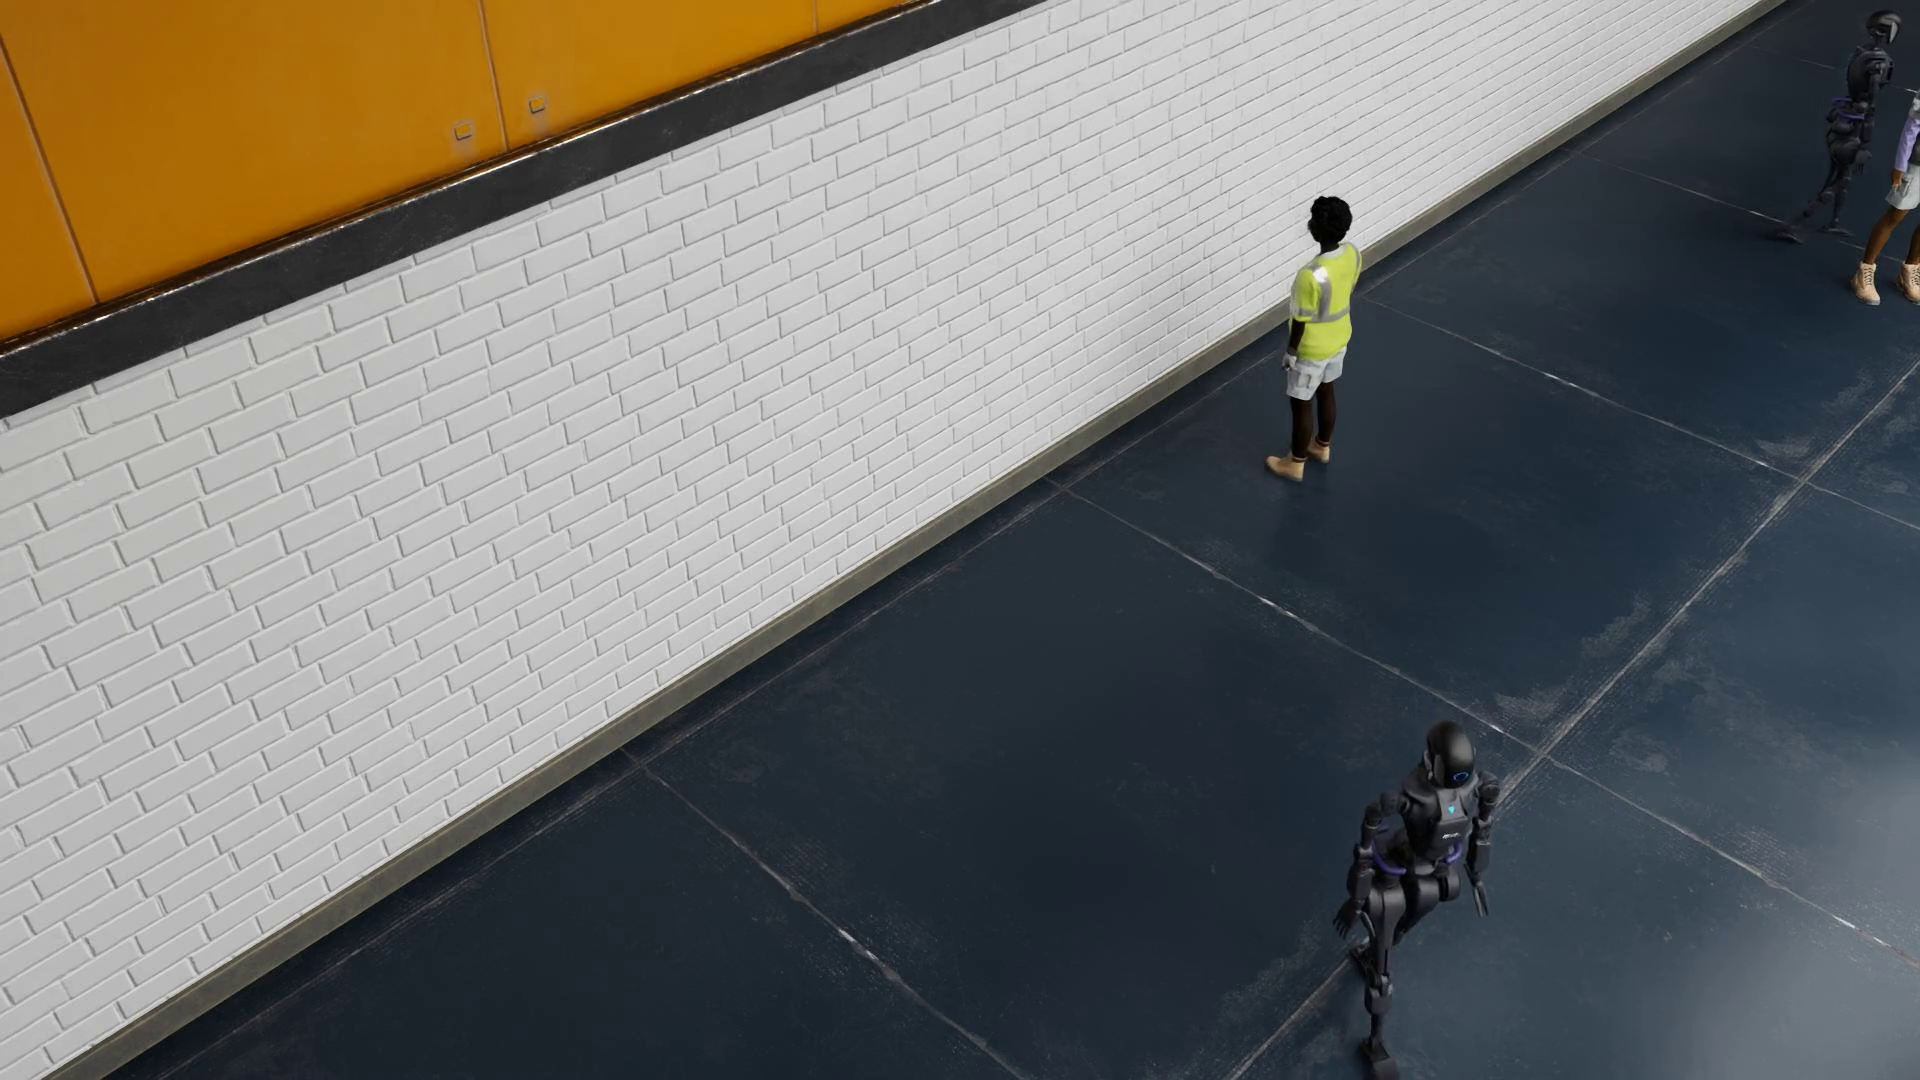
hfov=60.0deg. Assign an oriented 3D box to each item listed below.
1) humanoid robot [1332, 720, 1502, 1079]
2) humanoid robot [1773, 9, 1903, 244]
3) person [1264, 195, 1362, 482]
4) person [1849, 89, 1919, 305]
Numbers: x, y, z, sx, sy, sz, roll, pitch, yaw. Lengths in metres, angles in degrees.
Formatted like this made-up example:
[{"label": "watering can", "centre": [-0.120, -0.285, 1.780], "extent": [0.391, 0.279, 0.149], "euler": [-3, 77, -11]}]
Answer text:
[{"label": "humanoid robot", "centre": [1.713, 1.290, 6.193], "extent": [0.601, 1.636, 0.682], "euler": [-9, 40, -12]}, {"label": "humanoid robot", "centre": [6.035, -2.783, 11.289], "extent": [0.592, 1.649, 0.595], "euler": [7, 39, 9]}, {"label": "person", "centre": [1.966, -1.101, 9.158], "extent": [0.323, 1.688, 0.529], "euler": [29, 47, 31]}, {"label": "person", "centre": [6.230, -2.407, 10.524], "extent": [0.602, 2.034, 0.414], "euler": [0, 39, 0]}]
